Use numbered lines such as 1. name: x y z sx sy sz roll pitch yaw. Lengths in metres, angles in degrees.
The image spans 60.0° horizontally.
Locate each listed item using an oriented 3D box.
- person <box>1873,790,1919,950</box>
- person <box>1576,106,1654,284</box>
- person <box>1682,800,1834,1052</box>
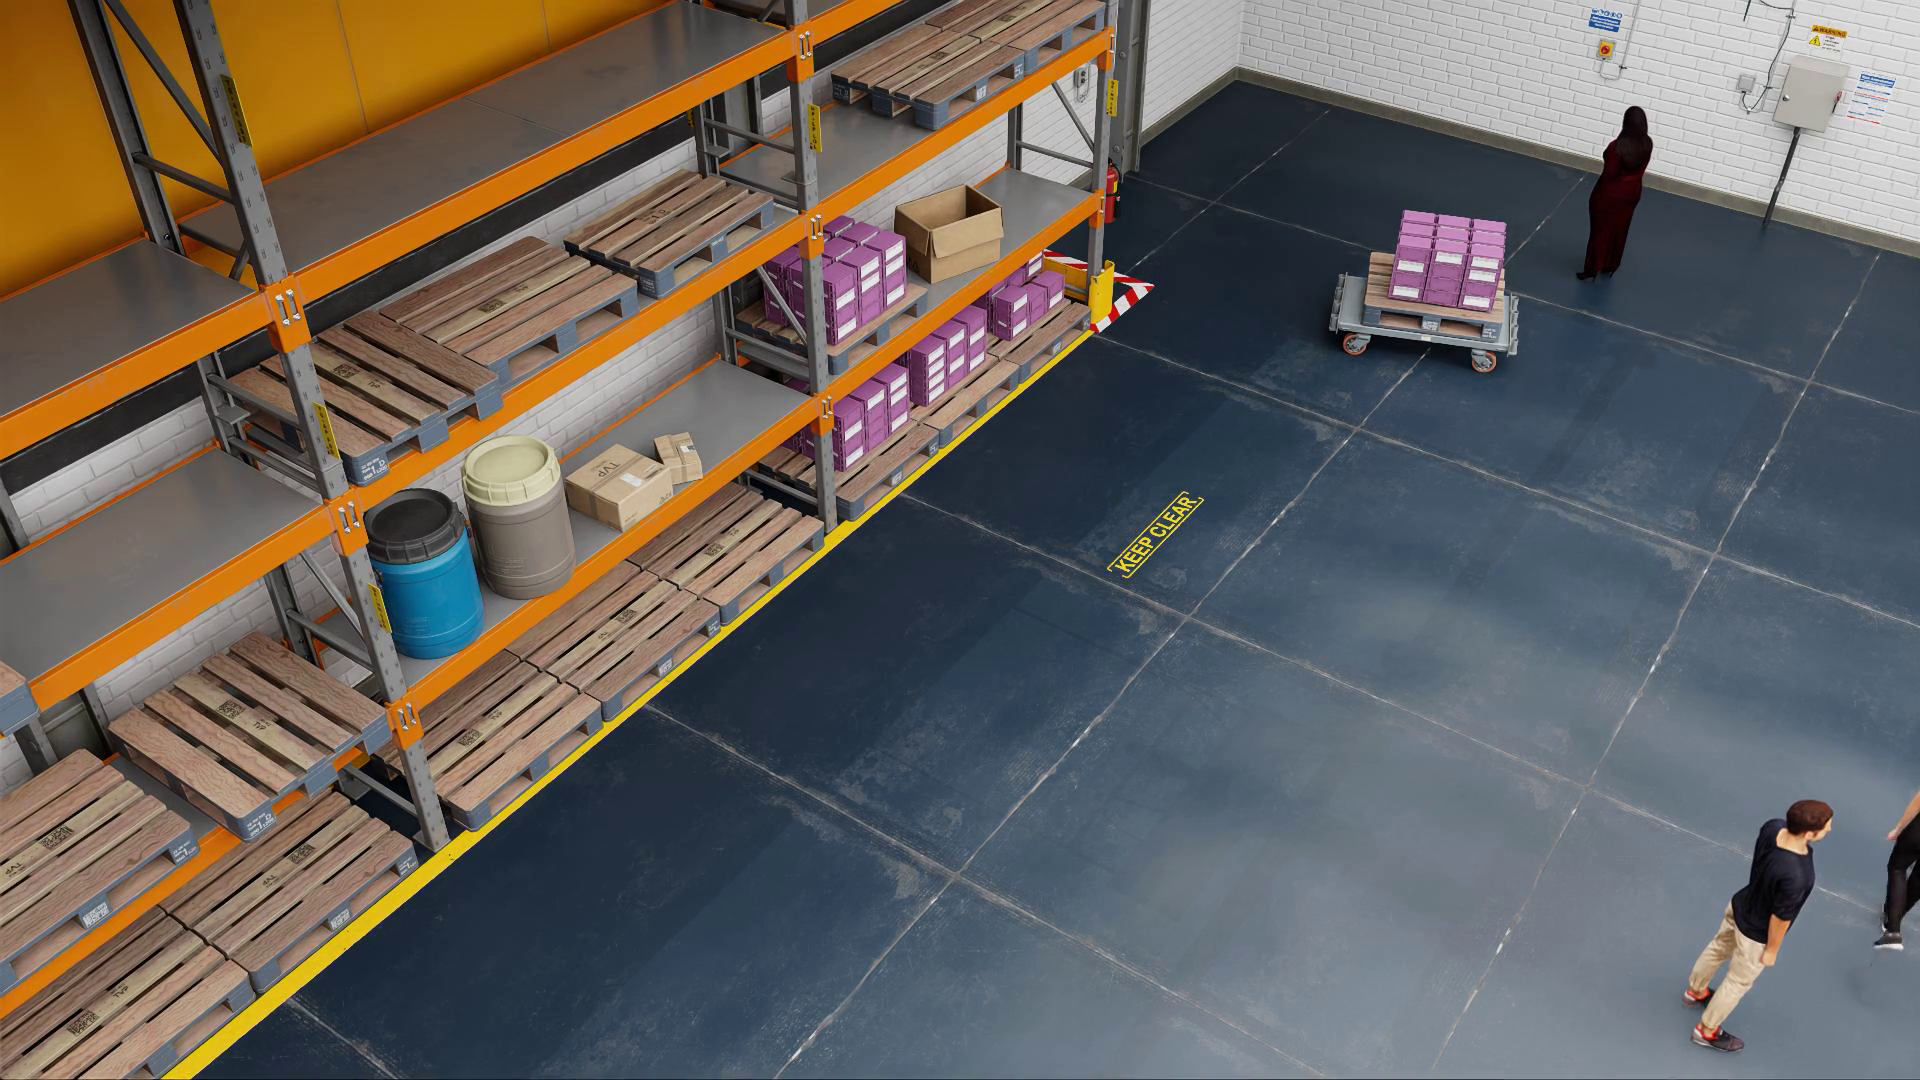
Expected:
1. person: 5.600 1.774 9.566 0.691 1.623 0.893 18 42 21
2. person: 6.241 -3.269 15.778 0.723 1.753 0.824 -15 41 -18
3. person: 4.313 2.059 9.025 0.767 1.855 0.639 3 39 4
